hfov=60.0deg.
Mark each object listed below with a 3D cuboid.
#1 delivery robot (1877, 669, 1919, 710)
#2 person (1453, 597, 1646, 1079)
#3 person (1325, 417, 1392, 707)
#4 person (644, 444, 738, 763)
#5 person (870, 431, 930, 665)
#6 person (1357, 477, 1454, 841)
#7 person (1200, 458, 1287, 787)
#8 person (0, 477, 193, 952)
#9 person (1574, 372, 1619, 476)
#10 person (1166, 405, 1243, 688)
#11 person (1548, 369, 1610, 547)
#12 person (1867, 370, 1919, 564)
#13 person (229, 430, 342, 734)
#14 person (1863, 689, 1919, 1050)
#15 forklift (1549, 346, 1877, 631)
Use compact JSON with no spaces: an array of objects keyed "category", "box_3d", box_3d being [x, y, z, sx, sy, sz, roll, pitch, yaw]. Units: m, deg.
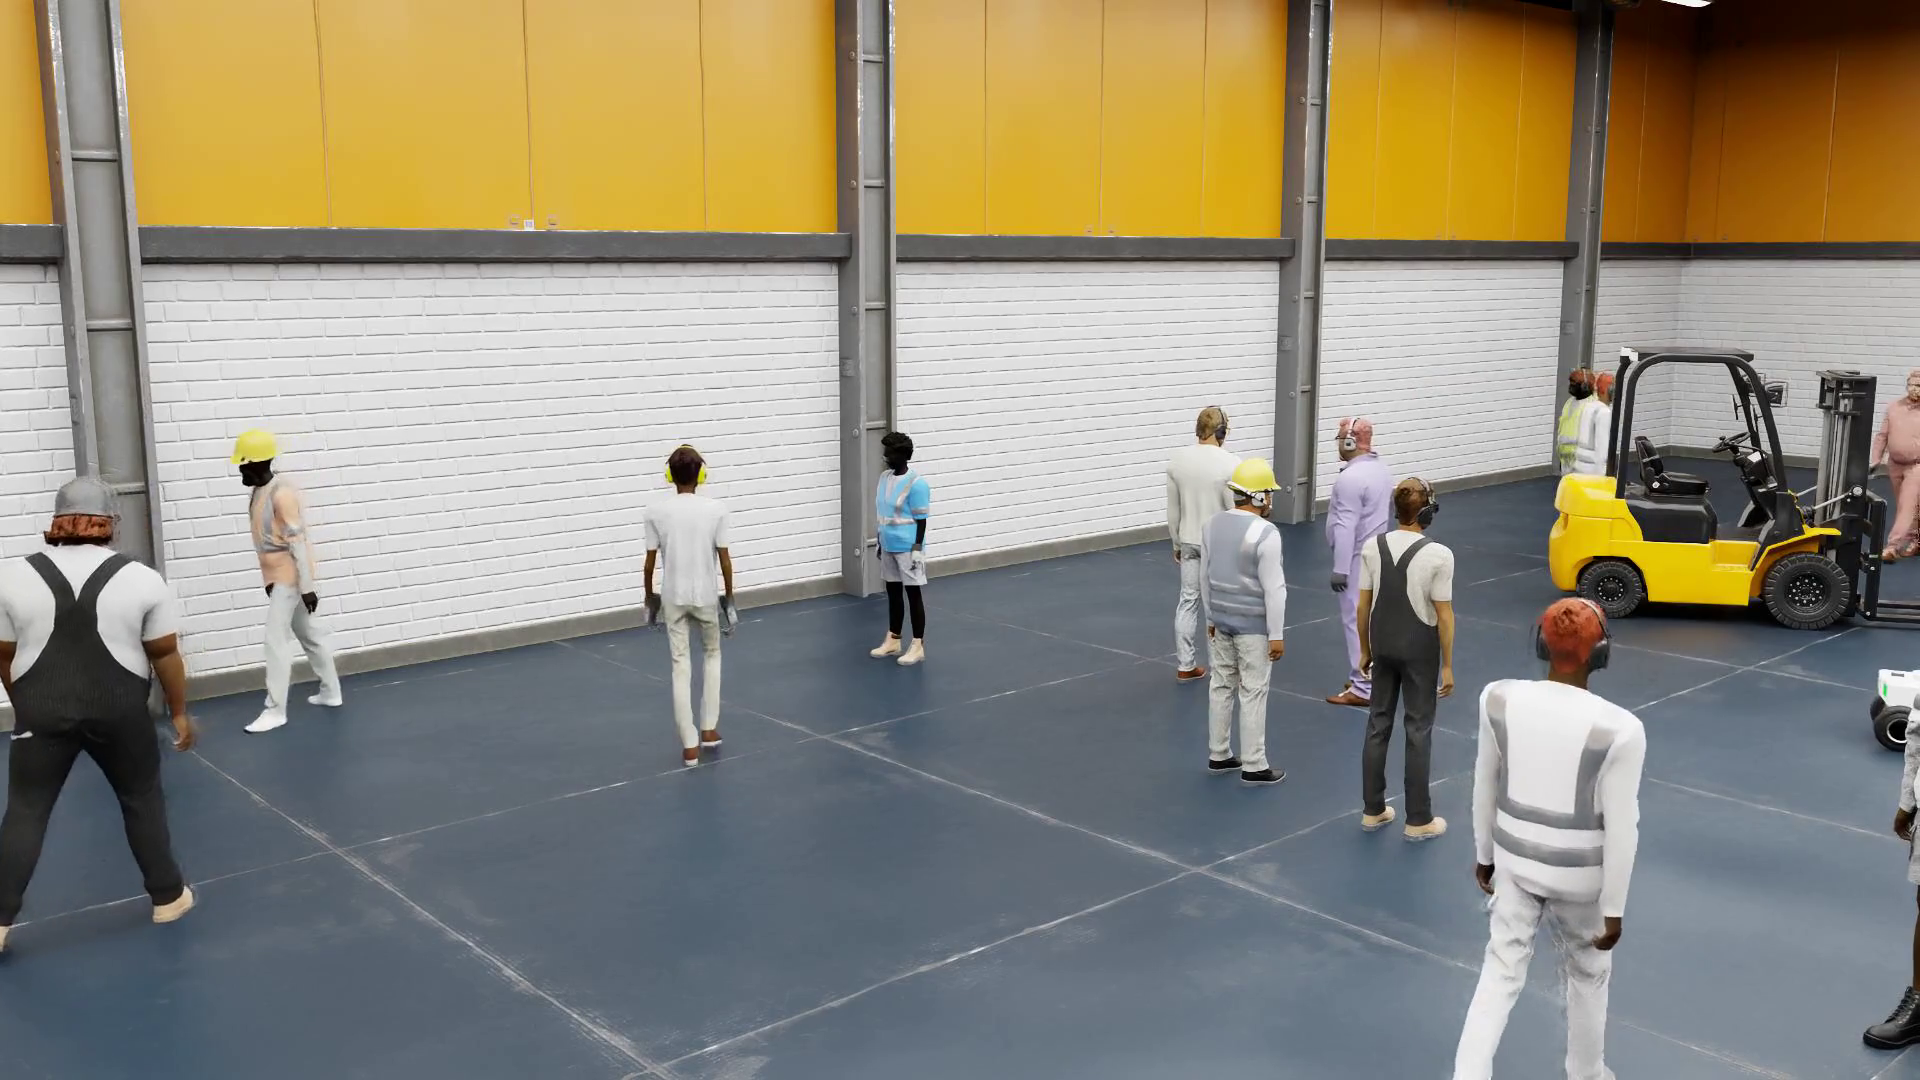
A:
[{"category":"delivery robot","box_3d":[5.890,0.935,9.937,0.707,0.478,0.477,5,11,25]},{"category":"person","box_3d":[1.926,1.099,5.495,0.583,1.853,0.918,9,13,41]},{"category":"person","box_3d":[2.625,0.135,11.011,0.413,1.894,0.659,6,11,31]},{"category":"person","box_3d":[-1.585,0.356,9.796,0.554,1.852,0.641,-1,10,-7]},{"category":"person","box_3d":[-0.431,0.054,12.043,0.321,1.692,0.530,-8,13,-39]},{"category":"person","box_3d":[2.256,0.596,8.418,0.518,1.844,0.329,9,13,42]},{"category":"person","box_3d":[1.605,0.452,9.300,0.404,1.830,0.599,-6,12,-33]},{"category":"person","box_3d":[-3.811,0.715,7.155,0.899,2.000,0.631,-4,10,-22]},{"category":"person","box_3d":[6.129,-0.647,15.701,0.835,1.850,0.566,0,10,-1]},{"category":"person","box_3d":[1.692,0.051,11.358,0.628,1.935,0.373,9,13,43]},{"category":"person","box_3d":[6.130,-0.776,16.472,0.428,1.840,0.631,-2,10,-12]},{"category":"person","box_3d":[9.138,-0.708,16.034,0.999,1.857,0.637,-5,11,-25]},{"category":"person","box_3d":[-4.280,0.226,10.538,0.687,1.878,0.639,-7,12,-34]},{"category":"person","box_3d":[3.612,0.970,5.958,0.362,1.939,0.542,-4,11,-24]},{"category":"forklift","box_3d":[6.109,-0.478,13.691,2.313,2.155,1.214,3,10,16]}]
